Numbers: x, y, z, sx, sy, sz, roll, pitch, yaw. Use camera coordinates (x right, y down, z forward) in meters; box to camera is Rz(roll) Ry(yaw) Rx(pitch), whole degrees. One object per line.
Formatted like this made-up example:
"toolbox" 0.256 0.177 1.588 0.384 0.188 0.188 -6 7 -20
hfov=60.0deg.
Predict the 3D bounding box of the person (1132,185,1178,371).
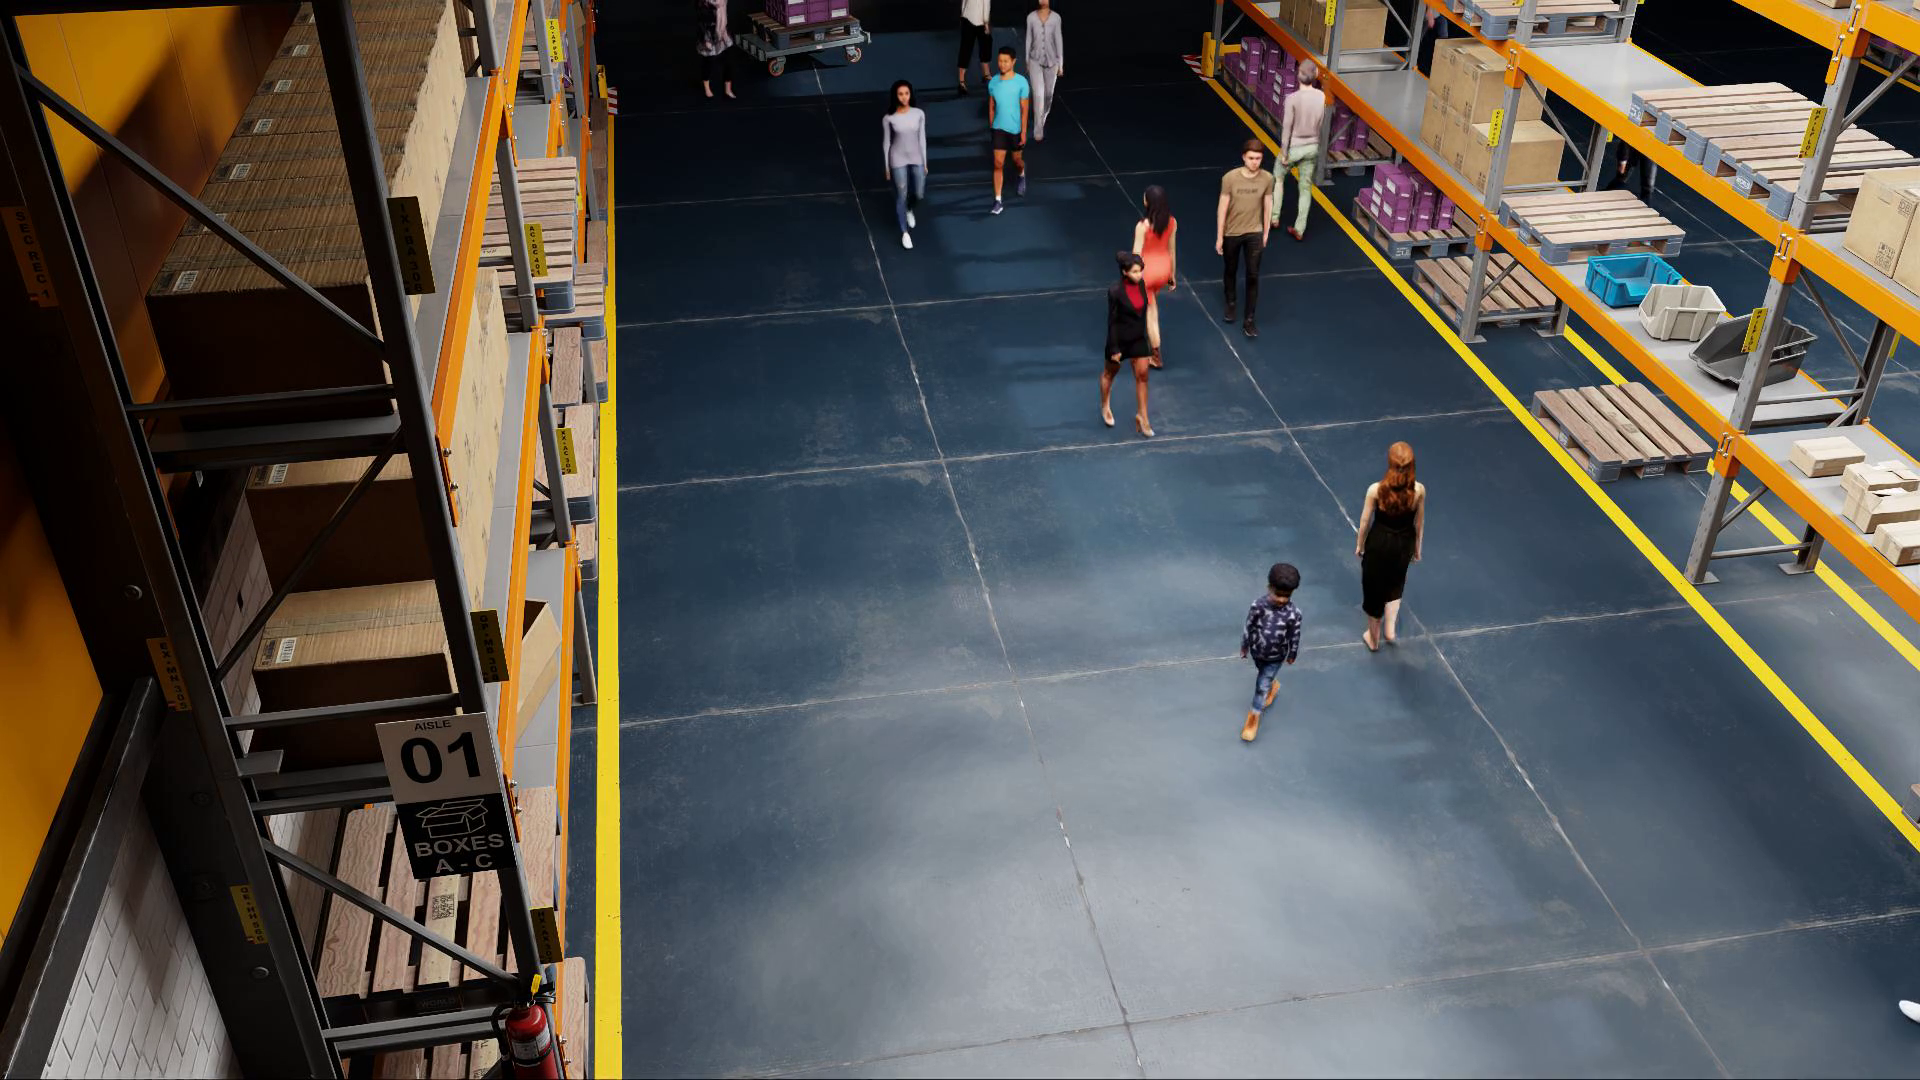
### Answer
"person" 1.769 -2.300 14.775 0.765 1.699 0.865 -19 38 -27

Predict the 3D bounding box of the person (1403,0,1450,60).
"person" 6.008 -6.844 21.482 1.093 1.842 1.269 -28 43 -35

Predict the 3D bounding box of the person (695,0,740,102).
"person" -3.166 -6.351 20.945 0.838 1.615 0.940 -23 40 -30

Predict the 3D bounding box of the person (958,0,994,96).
"person" 0.162 -6.481 20.957 1.106 1.819 1.145 24 41 32

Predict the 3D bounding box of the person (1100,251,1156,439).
"person" 1.320 -1.655 13.877 0.724 1.620 0.885 -17 37 -24

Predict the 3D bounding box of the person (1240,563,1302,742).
"person" 2.015 0.648 10.765 0.795 1.229 0.901 16 37 22

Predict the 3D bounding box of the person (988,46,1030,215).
"person" 0.559 -4.451 17.967 0.935 1.747 1.175 9 35 13

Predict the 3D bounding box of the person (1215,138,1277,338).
"person" 2.628 -2.897 15.560 0.833 1.824 1.063 4 34 5

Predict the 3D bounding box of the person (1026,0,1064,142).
"person" 1.007 -5.725 19.896 0.757 1.734 1.135 1 34 1

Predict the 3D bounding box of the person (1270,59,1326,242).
"person" 3.549 -3.977 17.160 0.696 1.851 0.841 -8 34 -11

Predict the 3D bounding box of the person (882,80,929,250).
"person" -0.577 -3.918 17.183 0.648 1.728 0.826 -8 35 -12

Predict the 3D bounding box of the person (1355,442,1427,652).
"person" 2.909 0.110 11.226 0.634 1.614 0.657 1 34 1
